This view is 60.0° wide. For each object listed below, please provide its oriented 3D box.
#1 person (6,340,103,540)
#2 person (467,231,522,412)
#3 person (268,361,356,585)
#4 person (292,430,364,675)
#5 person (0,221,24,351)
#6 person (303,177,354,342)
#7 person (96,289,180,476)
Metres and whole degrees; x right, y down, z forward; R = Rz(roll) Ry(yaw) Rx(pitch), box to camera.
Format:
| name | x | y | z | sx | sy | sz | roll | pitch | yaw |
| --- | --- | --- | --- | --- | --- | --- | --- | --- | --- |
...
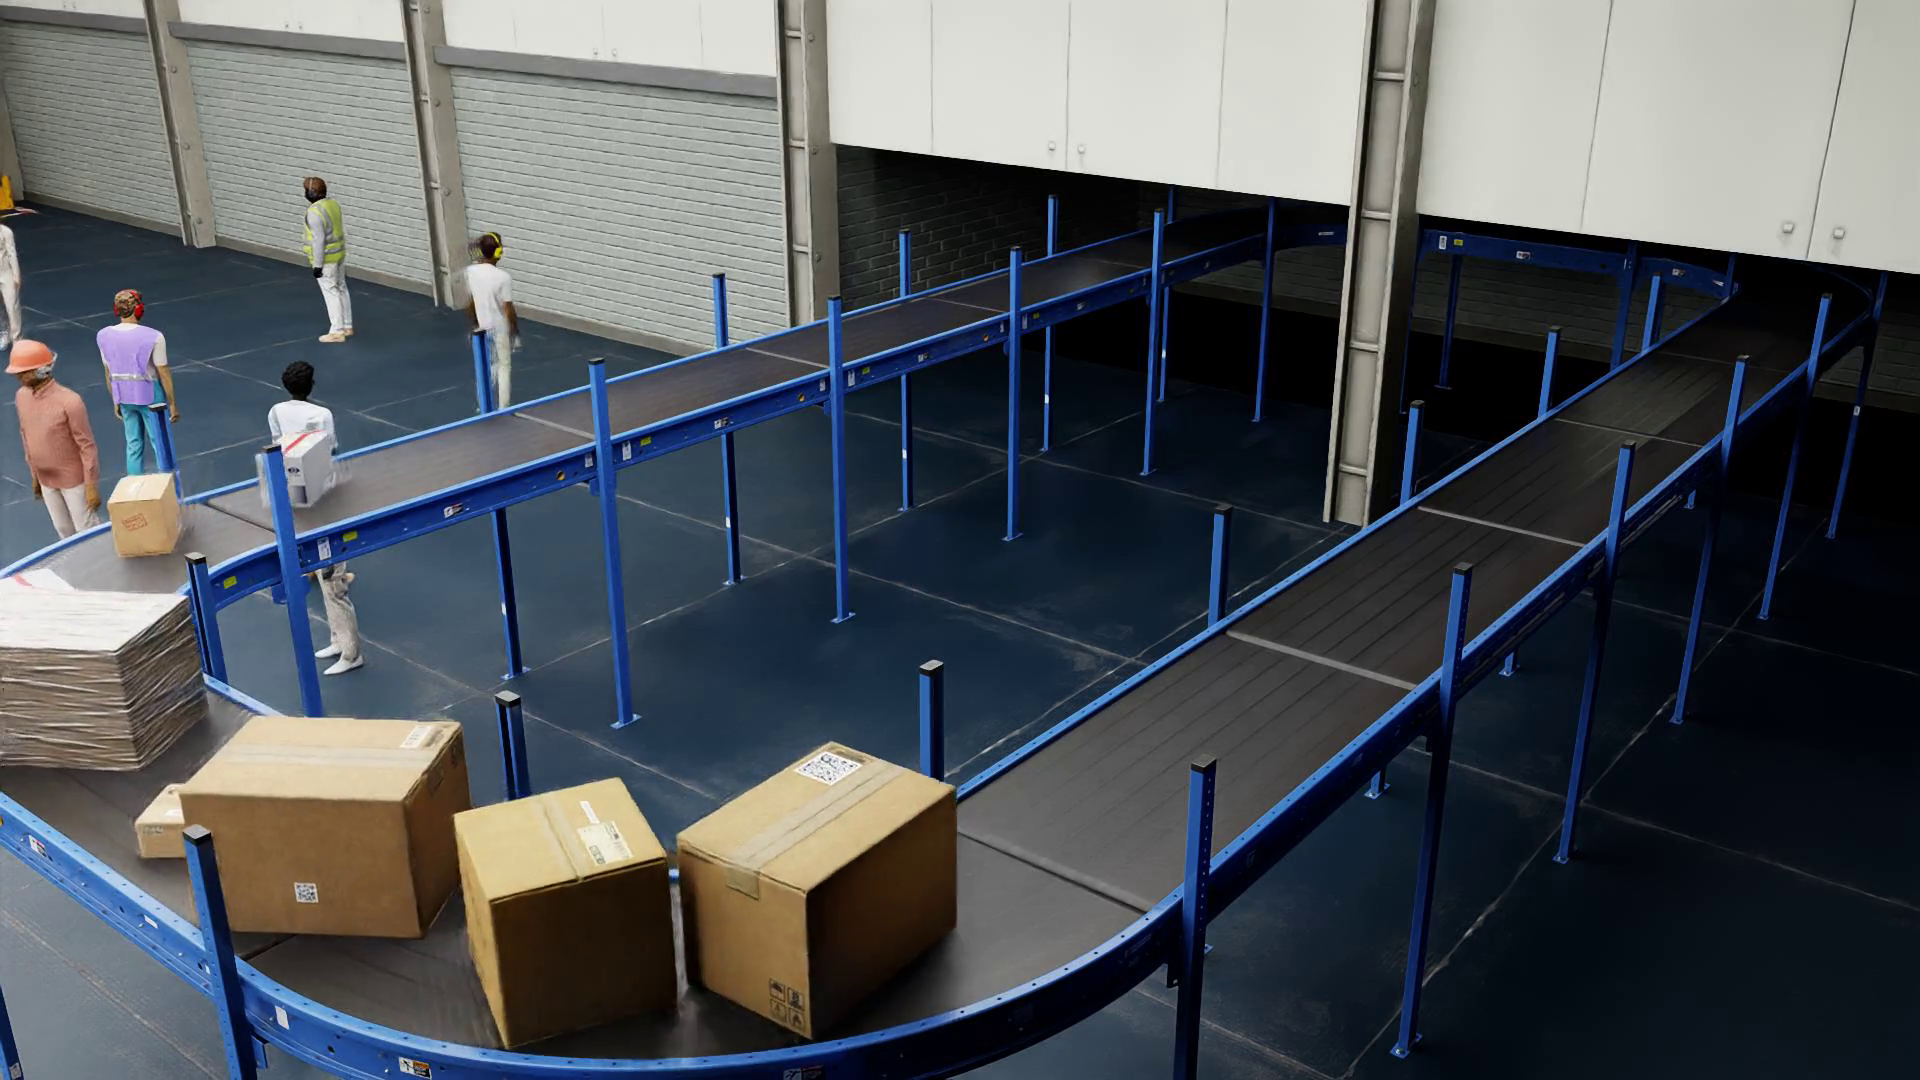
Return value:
| name | x | y | z | sx | sy | sz | roll | pitch | yaw |
| --- | --- | --- | --- | --- | --- | --- | --- | --- | --- |
| person | -6.259 | -0.424 | 11.585 | 0.622 | 1.981 | 0.447 | 9 | 23 | 22 |
| person | -4.364 | -1.972 | 15.664 | 0.554 | 1.857 | 0.404 | 11 | 24 | 25 |
| person | -4.703 | -0.462 | 12.055 | 0.532 | 1.694 | 0.318 | 7 | 23 | 18 |
| person | -4.120 | 0.071 | 10.768 | 0.310 | 1.638 | 0.523 | -11 | 24 | -26 |
| person | -10.478 | -2.870 | 18.109 | 0.495 | 1.727 | 0.366 | -3 | 22 | -7 |
| person | -7.119 | -3.149 | 18.678 | 0.430 | 1.843 | 0.625 | 1 | 22 | 3 |
| person | -6.652 | -1.114 | 13.522 | 0.561 | 1.836 | 0.393 | 2 | 22 | 6 |
